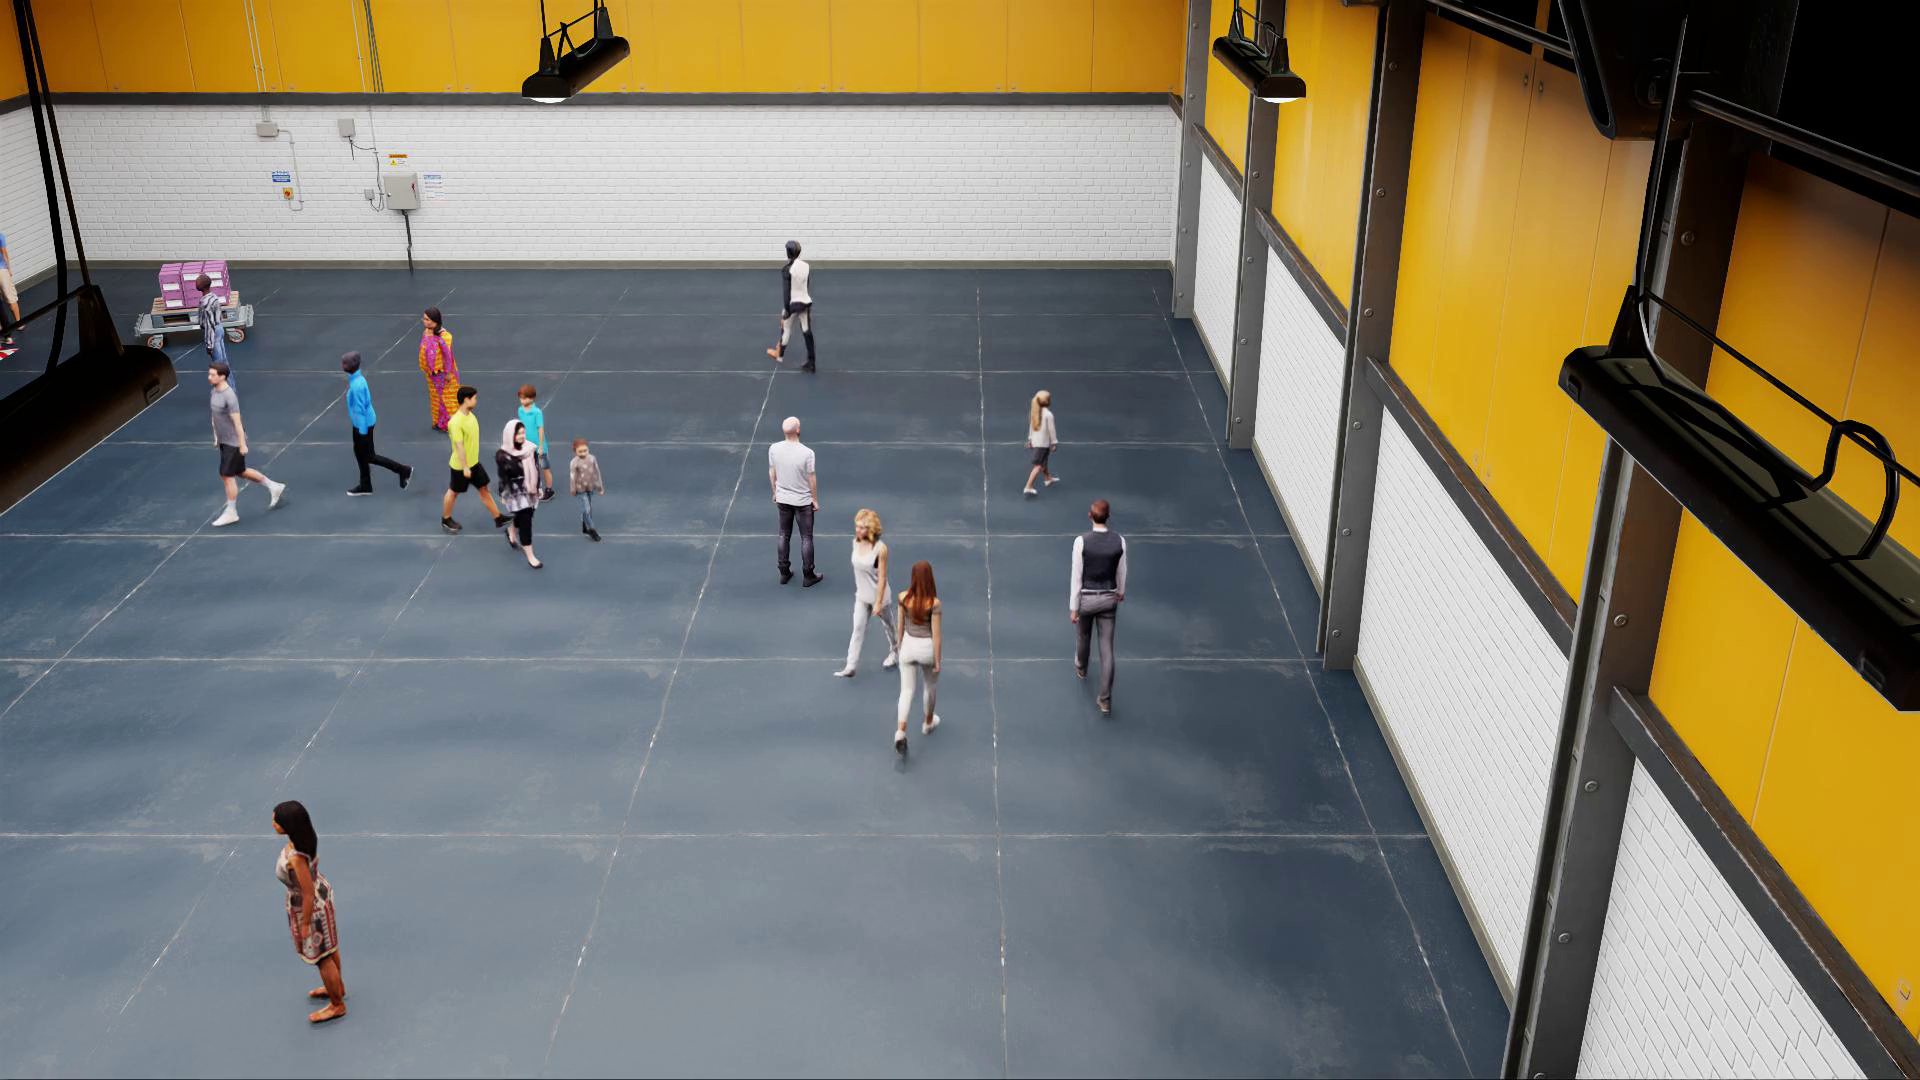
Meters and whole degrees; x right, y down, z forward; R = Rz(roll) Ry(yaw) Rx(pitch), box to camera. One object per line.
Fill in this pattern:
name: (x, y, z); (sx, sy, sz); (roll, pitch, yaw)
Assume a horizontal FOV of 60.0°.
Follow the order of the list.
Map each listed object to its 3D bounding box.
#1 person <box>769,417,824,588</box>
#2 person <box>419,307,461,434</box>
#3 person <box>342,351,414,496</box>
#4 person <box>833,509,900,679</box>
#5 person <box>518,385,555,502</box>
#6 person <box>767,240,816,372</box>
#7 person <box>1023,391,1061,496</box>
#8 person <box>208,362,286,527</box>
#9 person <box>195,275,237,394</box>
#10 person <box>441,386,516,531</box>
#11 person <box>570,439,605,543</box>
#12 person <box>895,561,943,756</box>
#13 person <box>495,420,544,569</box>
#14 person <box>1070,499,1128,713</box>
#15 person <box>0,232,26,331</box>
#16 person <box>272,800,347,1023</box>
person: (-1.721, -0.407, 17.251); (0.737, 1.832, 0.698); (8, 25, 18)
person: (-6.766, -2.235, 21.621); (0.777, 1.681, 0.833); (20, 30, 38)
person: (-6.882, -1.345, 19.466); (0.896, 1.776, 1.027); (-8, 25, -17)
person: (-0.739, 0.487, 15.461); (1.019, 1.627, 1.142); (18, 29, 35)
person: (-4.922, -1.135, 19.418); (0.719, 1.430, 0.875); (9, 25, 20)
person: (-2.278, -3.329, 23.911); (1.237, 1.850, 1.178); (21, 31, 40)
person: (0.923, -1.129, 19.632); (0.910, 1.247, 0.888); (-19, 30, -36)
person: (-8.171, -1.134, 18.902); (1.154, 1.841, 1.219); (22, 32, 40)
person: (-10.131, -2.733, 22.616); (0.727, 1.796, 0.540); (-5, 24, -12)
person: (-5.592, -0.864, 18.531); (0.876, 1.643, 1.100); (5, 24, 12)
person: (-4.190, -0.594, 18.503); (0.678, 1.172, 0.746); (-20, 31, -38)
person: (-0.388, 1.012, 14.169); (0.799, 1.699, 1.128); (7, 25, 16)
person: (-4.748, -0.533, 17.832); (1.088, 1.597, 1.059); (20, 31, 38)
person: (1.238, 0.613, 14.851); (0.713, 1.885, 1.219); (-1, 24, -2)
person: (-14.944, -4.148, 25.769); (0.737, 1.864, 0.770); (-17, 29, -34)
person: (-4.288, 2.428, 10.999); (0.767, 1.645, 0.573); (-7, 25, -15)
